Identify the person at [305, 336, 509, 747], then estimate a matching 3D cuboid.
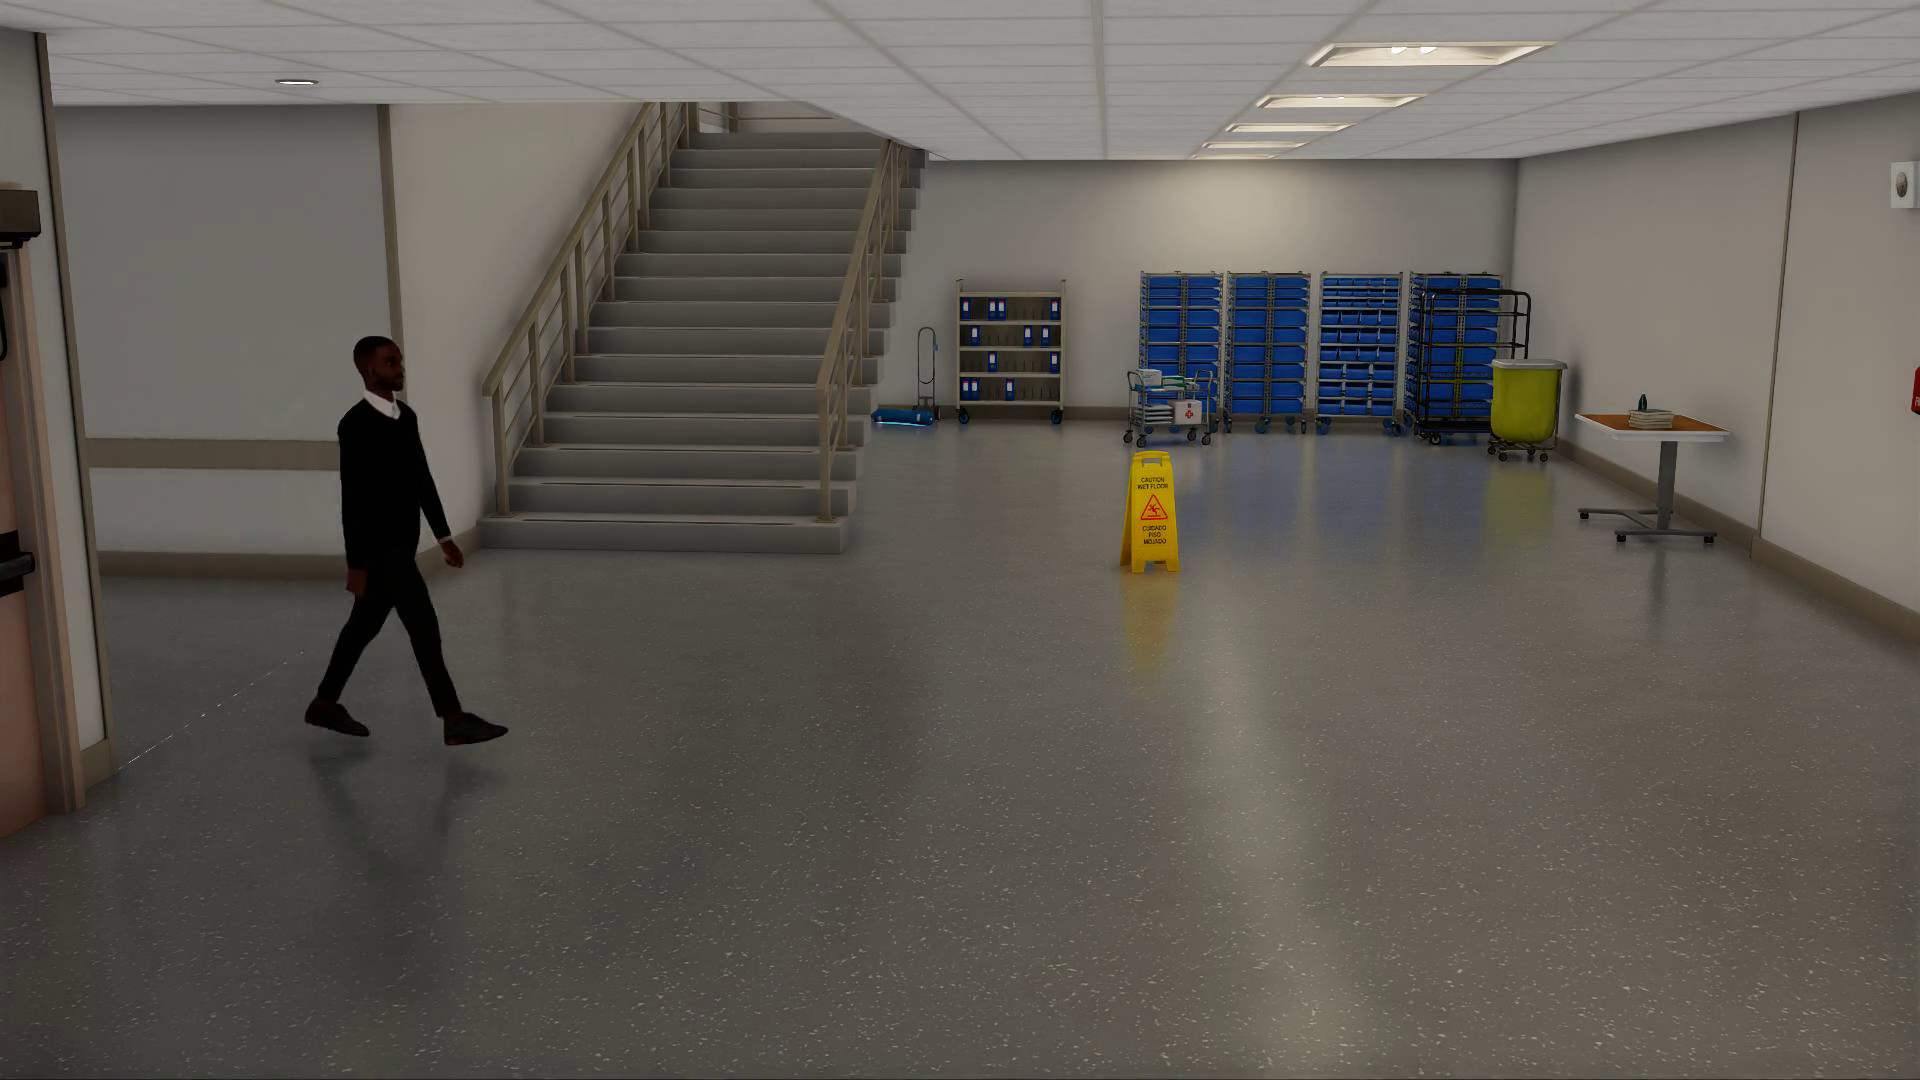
[{"bbox_3d":[-2.559,0.036,7.178,0.751,1.767,1.132,2,11,9],"label":"person"}]
